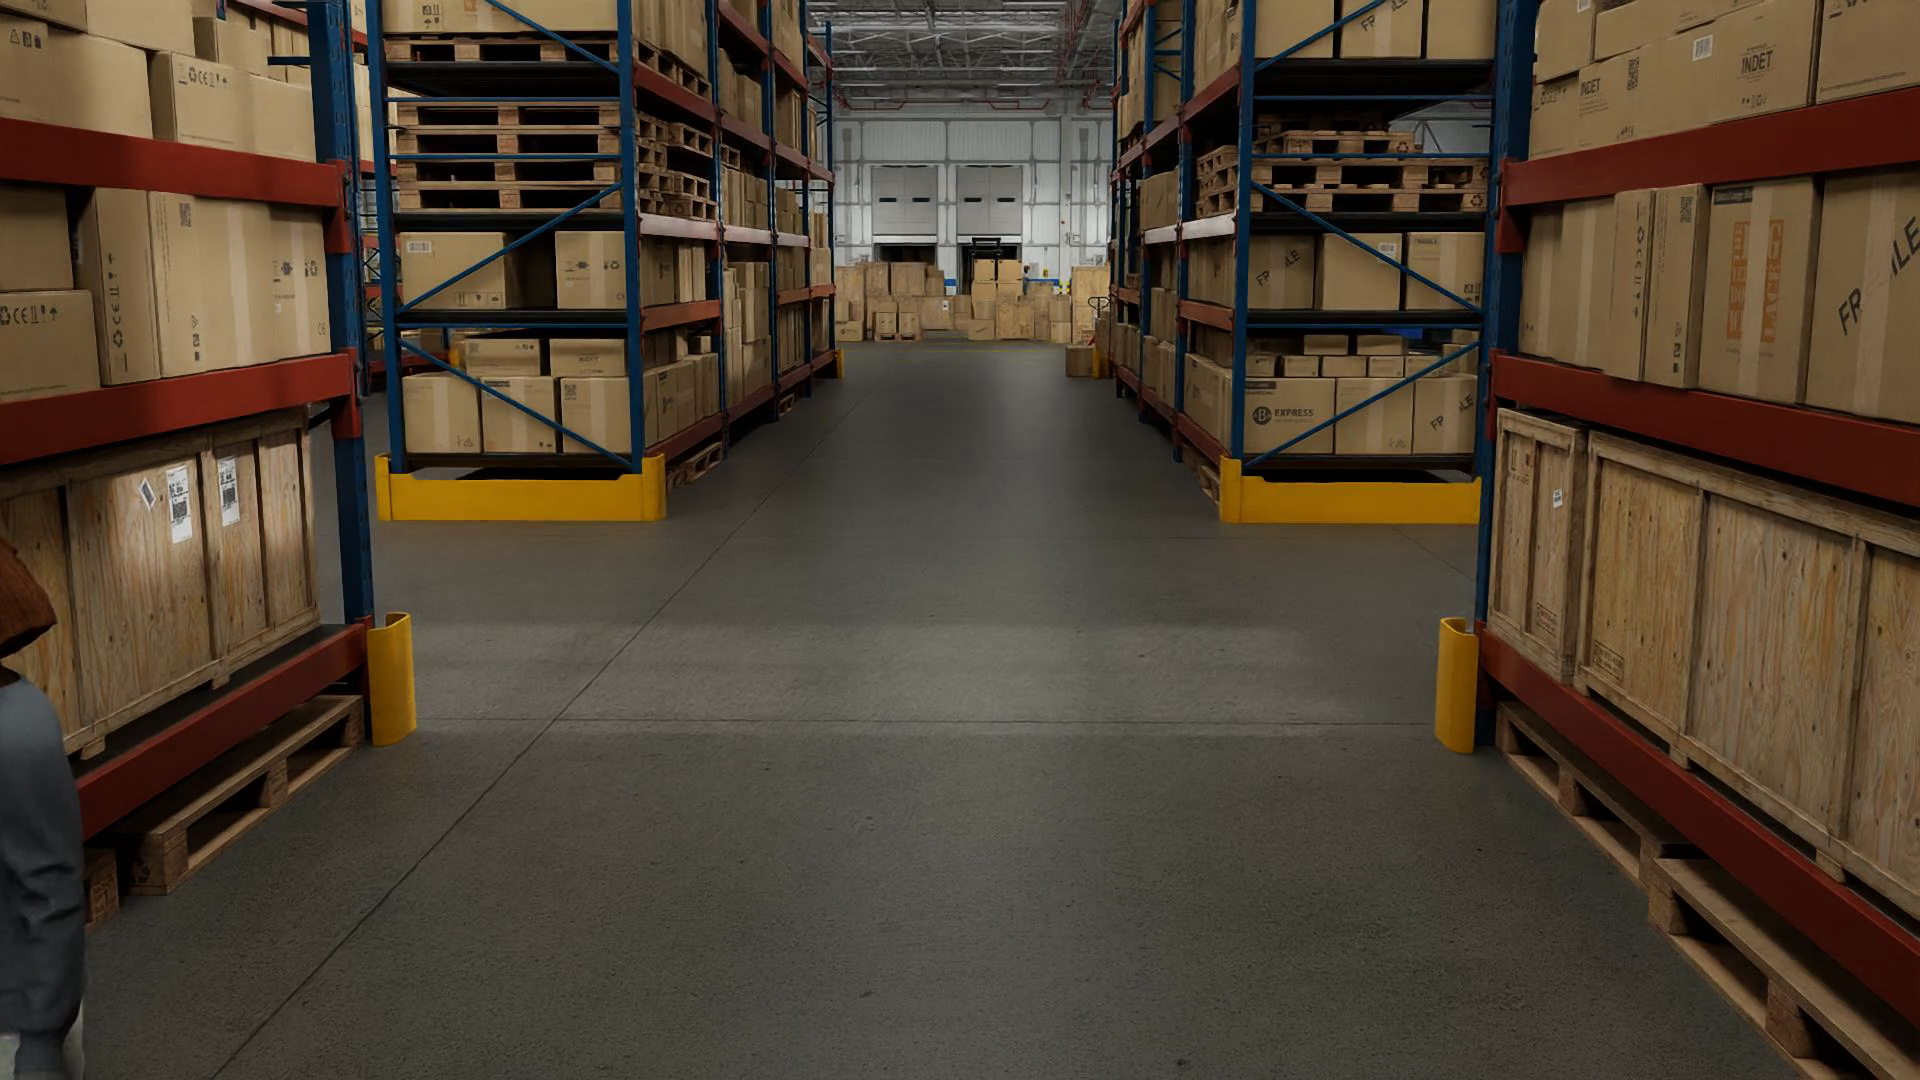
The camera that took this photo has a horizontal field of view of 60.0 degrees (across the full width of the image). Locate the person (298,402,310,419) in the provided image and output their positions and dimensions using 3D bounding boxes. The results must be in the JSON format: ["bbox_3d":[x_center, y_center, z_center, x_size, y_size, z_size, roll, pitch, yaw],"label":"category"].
[{"bbox_3d":[-7.990,-2.178,19.758,0.657,1.827,0.452,0,9,-2],"label":"person"}]

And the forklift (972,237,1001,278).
[{"bbox_3d":[0.842,-8.321,53.406,1.129,2.768,1.873,0,9,1],"label":"forklift"}]

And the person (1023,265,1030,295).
[{"bbox_3d":[2.351,-8.936,59.921,0.373,1.935,0.628,1,10,4],"label":"person"}]

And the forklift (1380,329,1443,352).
[{"bbox_3d":[10.608,-5.691,37.653,1.873,2.768,1.129,8,12,38],"label":"forklift"}]

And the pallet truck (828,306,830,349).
[{"bbox_3d":[-3.100,-3.940,29.800,1.885,1.965,0.823,3,10,19],"label":"pallet truck"}]

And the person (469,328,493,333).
[{"bbox_3d":[-9.675,-4.536,33.558,1.049,1.936,0.649,5,11,28],"label":"person"}]

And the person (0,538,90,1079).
[{"bbox_3d":[-1.574,0.765,2.706,0.507,1.632,0.275,8,13,40],"label":"person"}]
